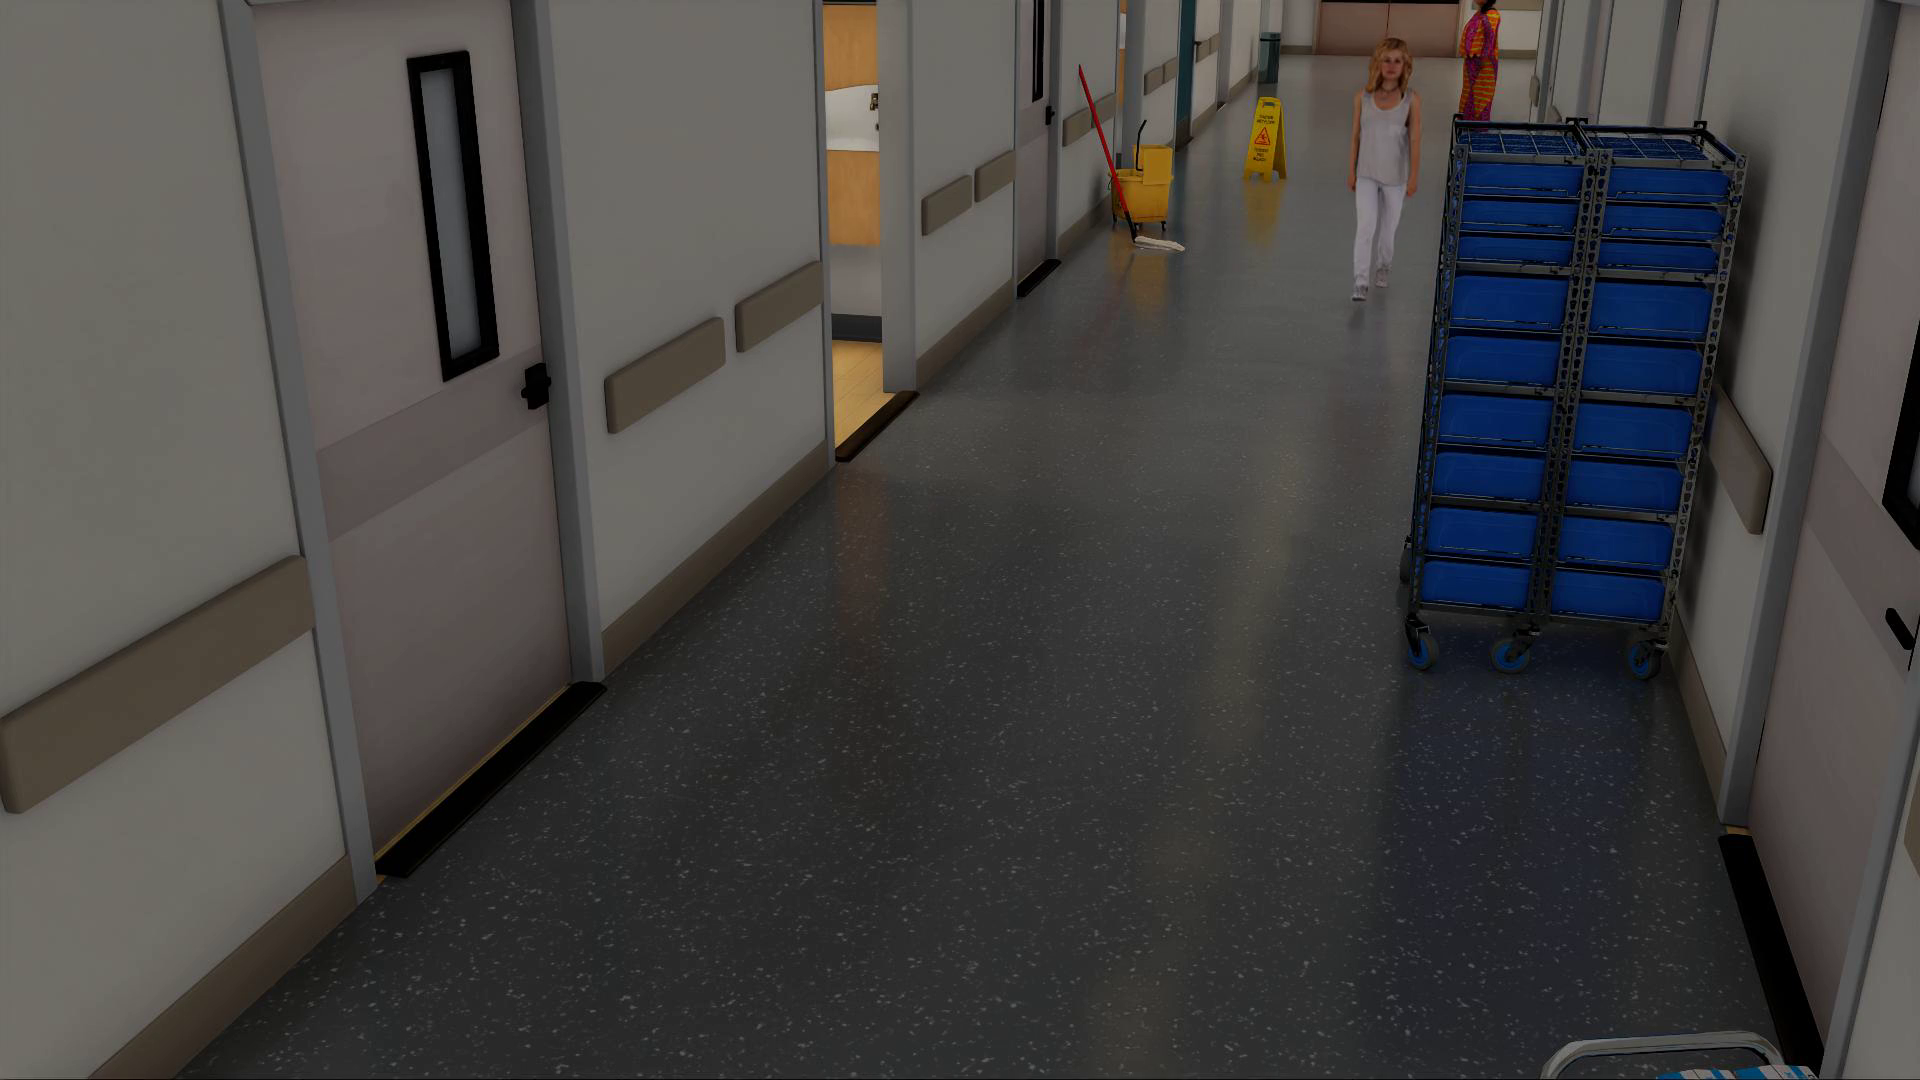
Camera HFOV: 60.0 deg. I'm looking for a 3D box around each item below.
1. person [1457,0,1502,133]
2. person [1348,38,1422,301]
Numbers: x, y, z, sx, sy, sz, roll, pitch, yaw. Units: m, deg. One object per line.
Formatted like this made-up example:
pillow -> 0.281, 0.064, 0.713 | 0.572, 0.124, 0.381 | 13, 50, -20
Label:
person -> 5.994, -5.595, 19.186 | 0.776, 1.686, 0.677 | 0, 21, 0
person -> 2.769, -2.390, 10.830 | 0.641, 1.627, 1.085 | 6, 22, 16
